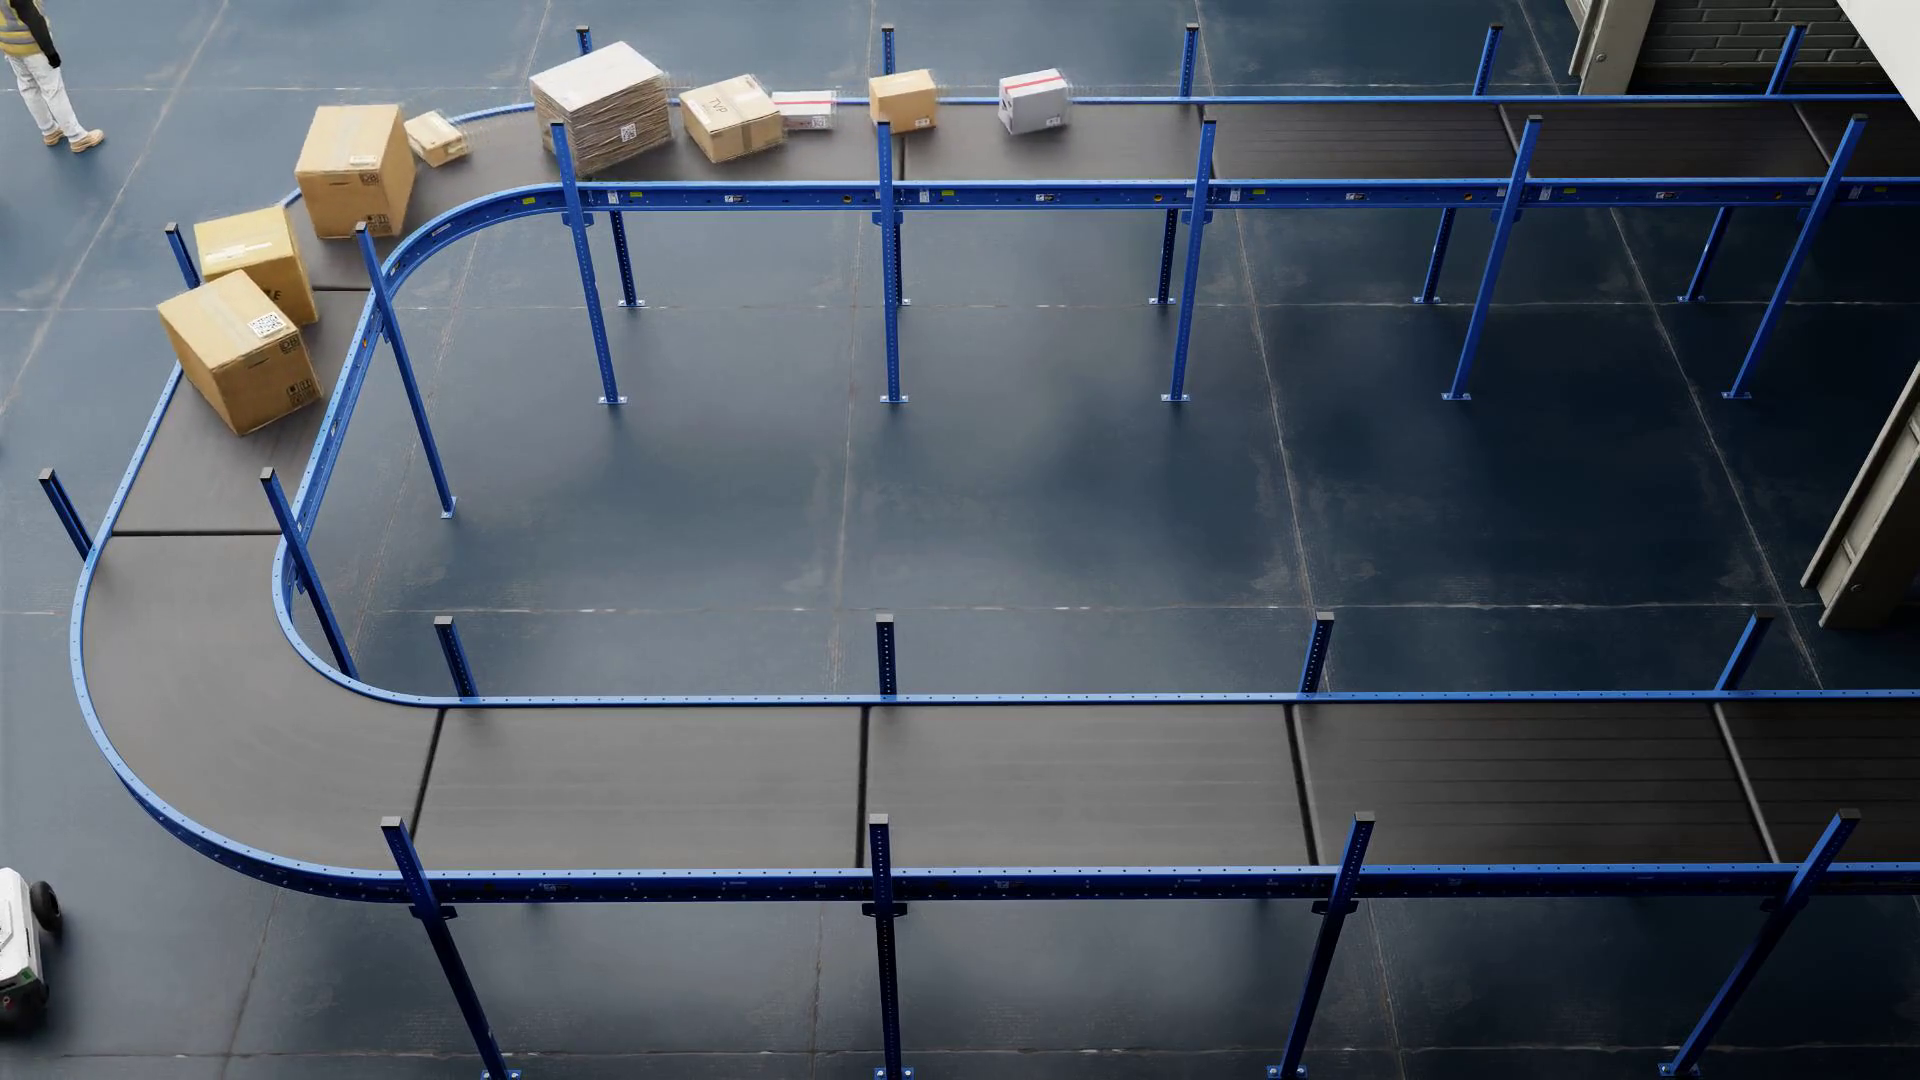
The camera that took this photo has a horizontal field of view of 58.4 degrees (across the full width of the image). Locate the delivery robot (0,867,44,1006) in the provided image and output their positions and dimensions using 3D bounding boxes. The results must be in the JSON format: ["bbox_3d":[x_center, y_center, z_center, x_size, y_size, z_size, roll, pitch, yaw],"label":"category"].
[{"bbox_3d":[-5.011,2.067,8.917,0.477,0.478,0.707,-19,50,-17],"label":"delivery robot"}]

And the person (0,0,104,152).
[{"bbox_3d":[-7.454,-3.978,13.731,0.624,1.844,0.430,20,50,18],"label":"person"}]
